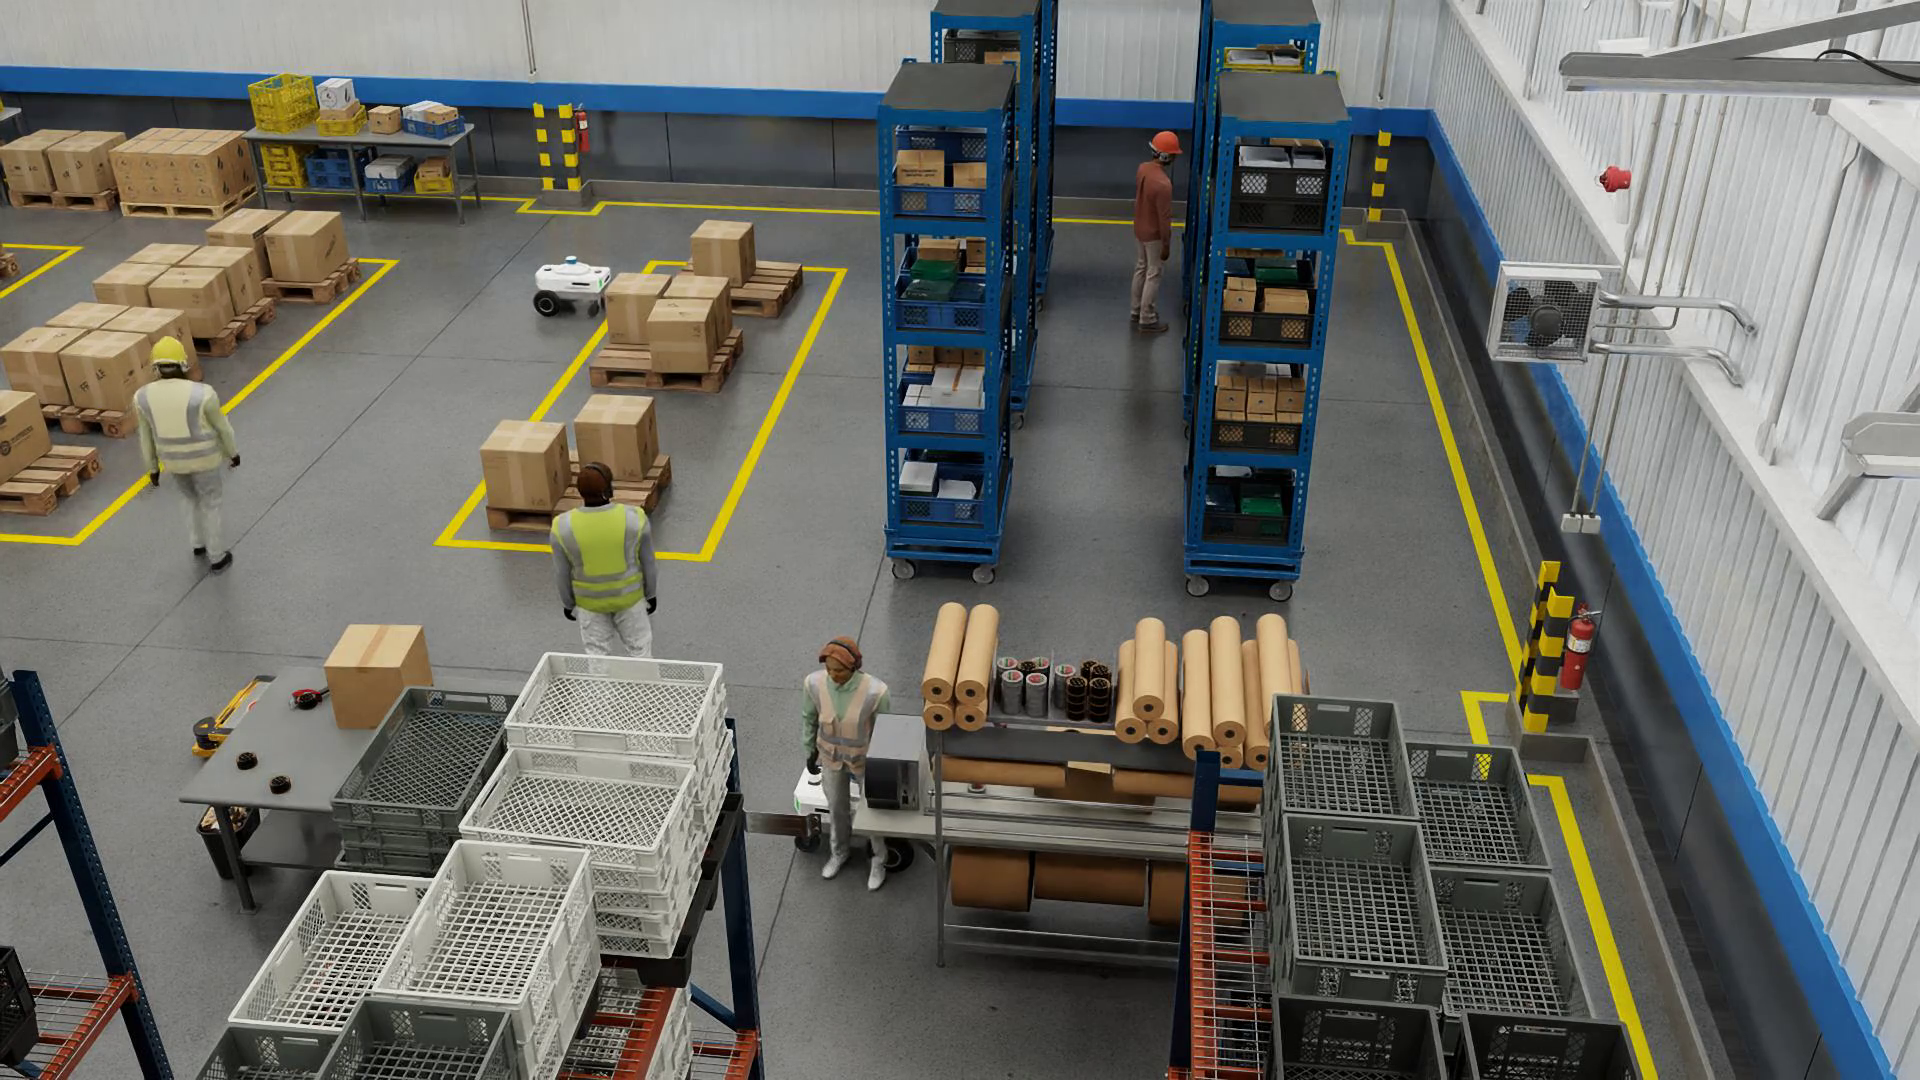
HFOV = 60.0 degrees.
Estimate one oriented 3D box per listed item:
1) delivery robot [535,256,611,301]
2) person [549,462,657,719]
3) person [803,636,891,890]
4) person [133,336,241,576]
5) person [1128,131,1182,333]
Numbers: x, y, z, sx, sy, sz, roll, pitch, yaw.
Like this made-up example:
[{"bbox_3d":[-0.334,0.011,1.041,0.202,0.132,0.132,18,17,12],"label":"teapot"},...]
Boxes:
[{"bbox_3d":[-3.895,-2.622,16.780,0.707,0.478,0.477,3,30,5],"label":"delivery robot"},{"bbox_3d":[-2.215,0.352,10.495,0.624,1.841,0.430,-6,31,-10],"label":"person"},{"bbox_3d":[-0.609,1.217,9.215,0.523,1.631,0.316,8,31,14],"label":"person"},{"bbox_3d":[-5.620,-0.618,12.200,0.599,1.804,0.541,1,30,1],"label":"person"},{"bbox_3d":[1.887,-2.973,16.068,0.410,1.981,0.628,-10,32,-16],"label":"person"}]
